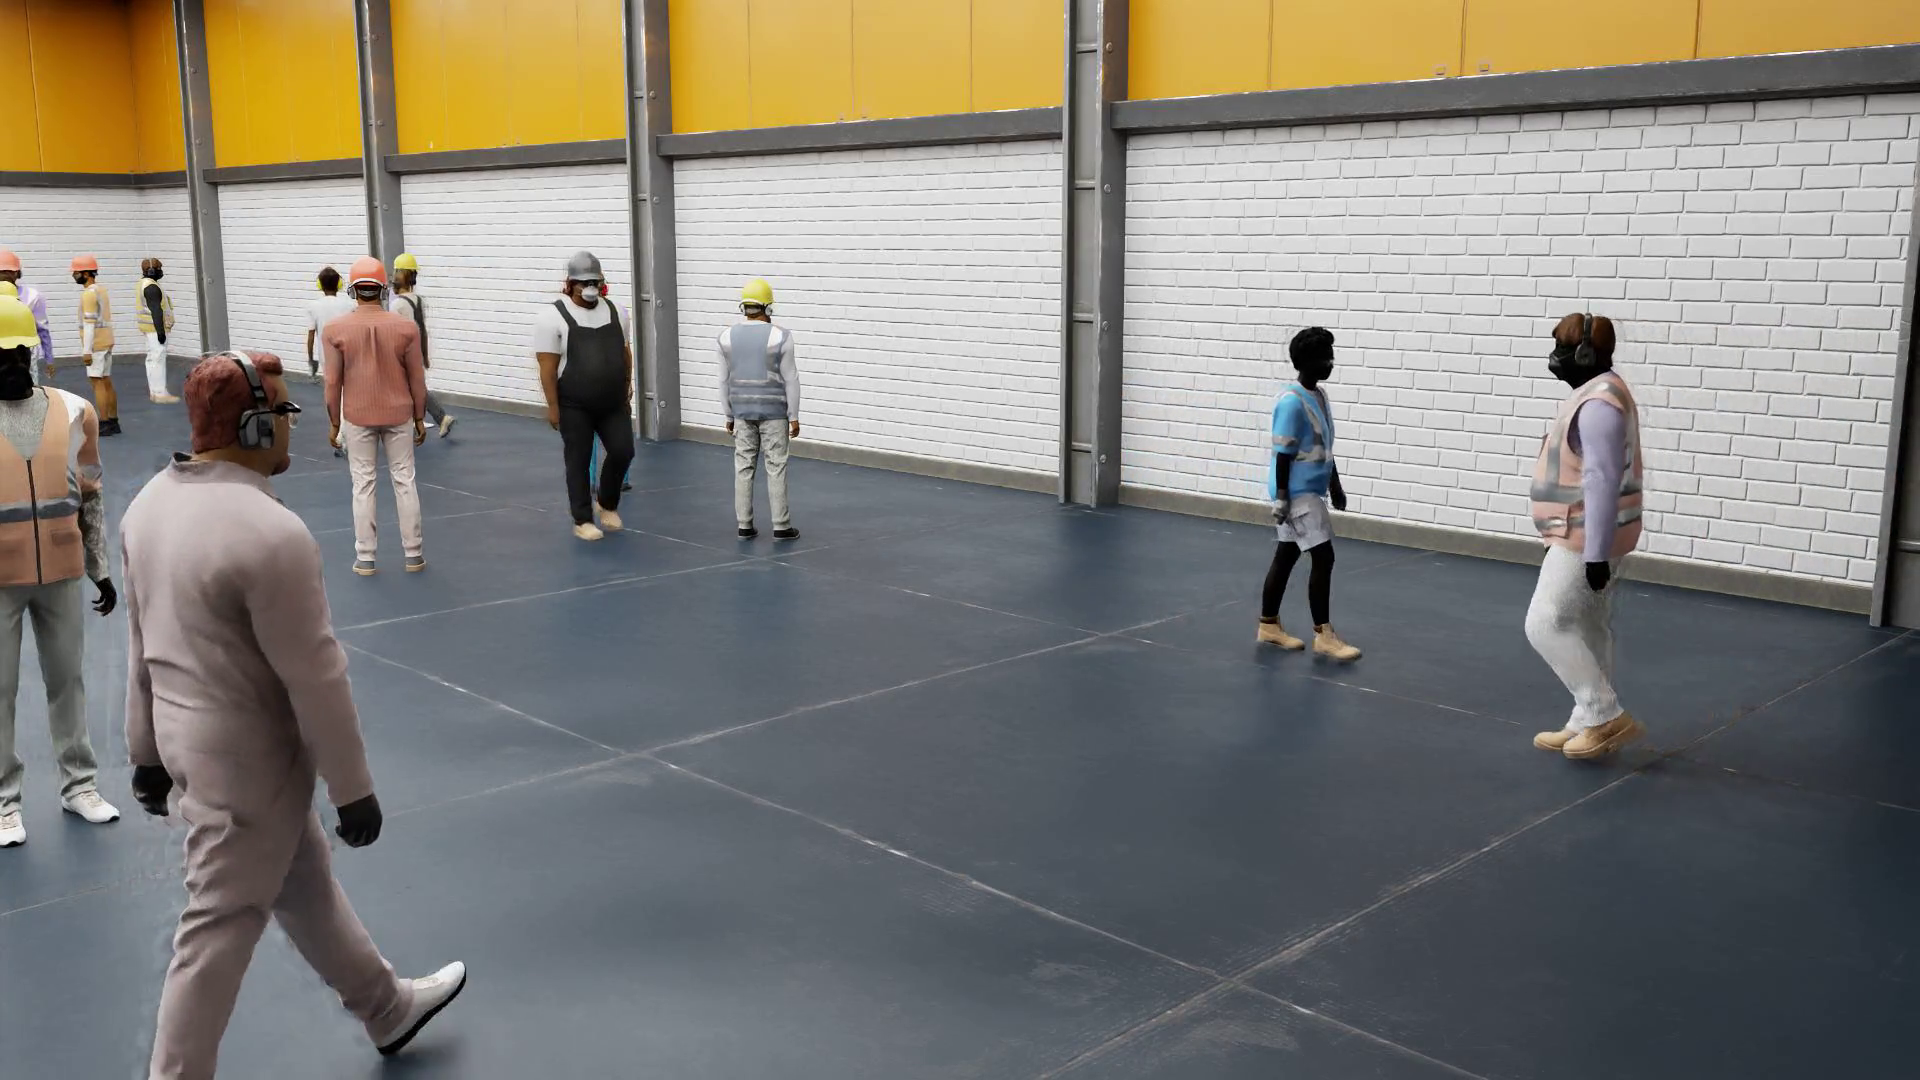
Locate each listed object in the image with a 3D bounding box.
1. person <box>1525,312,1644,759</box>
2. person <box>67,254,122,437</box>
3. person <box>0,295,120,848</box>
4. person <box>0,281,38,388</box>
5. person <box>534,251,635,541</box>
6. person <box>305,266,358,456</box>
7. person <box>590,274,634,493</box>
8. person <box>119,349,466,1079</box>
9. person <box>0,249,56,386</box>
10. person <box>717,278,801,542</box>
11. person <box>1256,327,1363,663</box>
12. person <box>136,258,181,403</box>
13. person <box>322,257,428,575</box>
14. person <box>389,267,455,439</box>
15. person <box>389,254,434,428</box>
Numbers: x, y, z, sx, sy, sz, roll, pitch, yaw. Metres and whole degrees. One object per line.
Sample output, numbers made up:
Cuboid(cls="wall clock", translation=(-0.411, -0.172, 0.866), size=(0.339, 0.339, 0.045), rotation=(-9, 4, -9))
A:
Cuboid(cls="person", translation=(2.523, 0.002, 6.732), size=(0.433, 1.832, 0.637), rotation=(5, 11, 23))
Cuboid(cls="person", translation=(-9.215, -2.062, 17.687), size=(0.381, 1.933, 0.544), rotation=(-2, 11, -12))
Cuboid(cls="person", translation=(-3.305, 0.103, 5.893), size=(0.371, 1.927, 0.588), rotation=(9, 14, 41))
Cuboid(cls="person", translation=(-8.295, -1.387, 14.553), size=(0.322, 1.737, 0.484), rotation=(5, 12, 27))
Cuboid(cls="person", translation=(-2.586, -1.001, 11.605), size=(0.708, 2.000, 0.540), rotation=(-8, 13, -37))
Cuboid(cls="person", translation=(-6.085, -1.742, 16.220), size=(0.524, 1.846, 0.911), rotation=(-2, 11, -9))
Cuboid(cls="person", translation=(-2.999, -1.304, 13.805), size=(0.563, 1.838, 0.389), rotation=(-2, 11, -9))
Cuboid(cls="person", translation=(-1.567, 0.487, 3.945), size=(0.676, 1.862, 0.968), rotation=(10, 14, 42))
Cuboid(cls="person", translation=(-9.042, -1.774, 15.943), size=(0.652, 2.011, 0.884), rotation=(-4, 11, -22))
Cuboid(cls="person", translation=(-1.380, -0.894, 11.581), size=(0.590, 1.836, 0.404), rotation=(3, 11, 15))
Cuboid(cls="person", translation=(1.821, -0.229, 8.380), size=(0.699, 1.671, 0.546), rotation=(4, 11, 23))
Cuboid(cls="person", translation=(-10.266, -2.673, 21.268), size=(0.429, 1.844, 0.625), rotation=(-8, 13, -36))
Cuboid(cls="person", translation=(-3.670, -0.772, 10.480), size=(0.609, 1.995, 0.378), rotation=(-5, 11, -23))
Cuboid(cls="person", translation=(-5.697, -1.944, 17.401), size=(0.877, 1.813, 0.512), rotation=(3, 11, 17))
Cuboid(cls="person", translation=(-6.120, -2.203, 18.463), size=(0.364, 1.928, 0.586), rotation=(-7, 12, -32))
